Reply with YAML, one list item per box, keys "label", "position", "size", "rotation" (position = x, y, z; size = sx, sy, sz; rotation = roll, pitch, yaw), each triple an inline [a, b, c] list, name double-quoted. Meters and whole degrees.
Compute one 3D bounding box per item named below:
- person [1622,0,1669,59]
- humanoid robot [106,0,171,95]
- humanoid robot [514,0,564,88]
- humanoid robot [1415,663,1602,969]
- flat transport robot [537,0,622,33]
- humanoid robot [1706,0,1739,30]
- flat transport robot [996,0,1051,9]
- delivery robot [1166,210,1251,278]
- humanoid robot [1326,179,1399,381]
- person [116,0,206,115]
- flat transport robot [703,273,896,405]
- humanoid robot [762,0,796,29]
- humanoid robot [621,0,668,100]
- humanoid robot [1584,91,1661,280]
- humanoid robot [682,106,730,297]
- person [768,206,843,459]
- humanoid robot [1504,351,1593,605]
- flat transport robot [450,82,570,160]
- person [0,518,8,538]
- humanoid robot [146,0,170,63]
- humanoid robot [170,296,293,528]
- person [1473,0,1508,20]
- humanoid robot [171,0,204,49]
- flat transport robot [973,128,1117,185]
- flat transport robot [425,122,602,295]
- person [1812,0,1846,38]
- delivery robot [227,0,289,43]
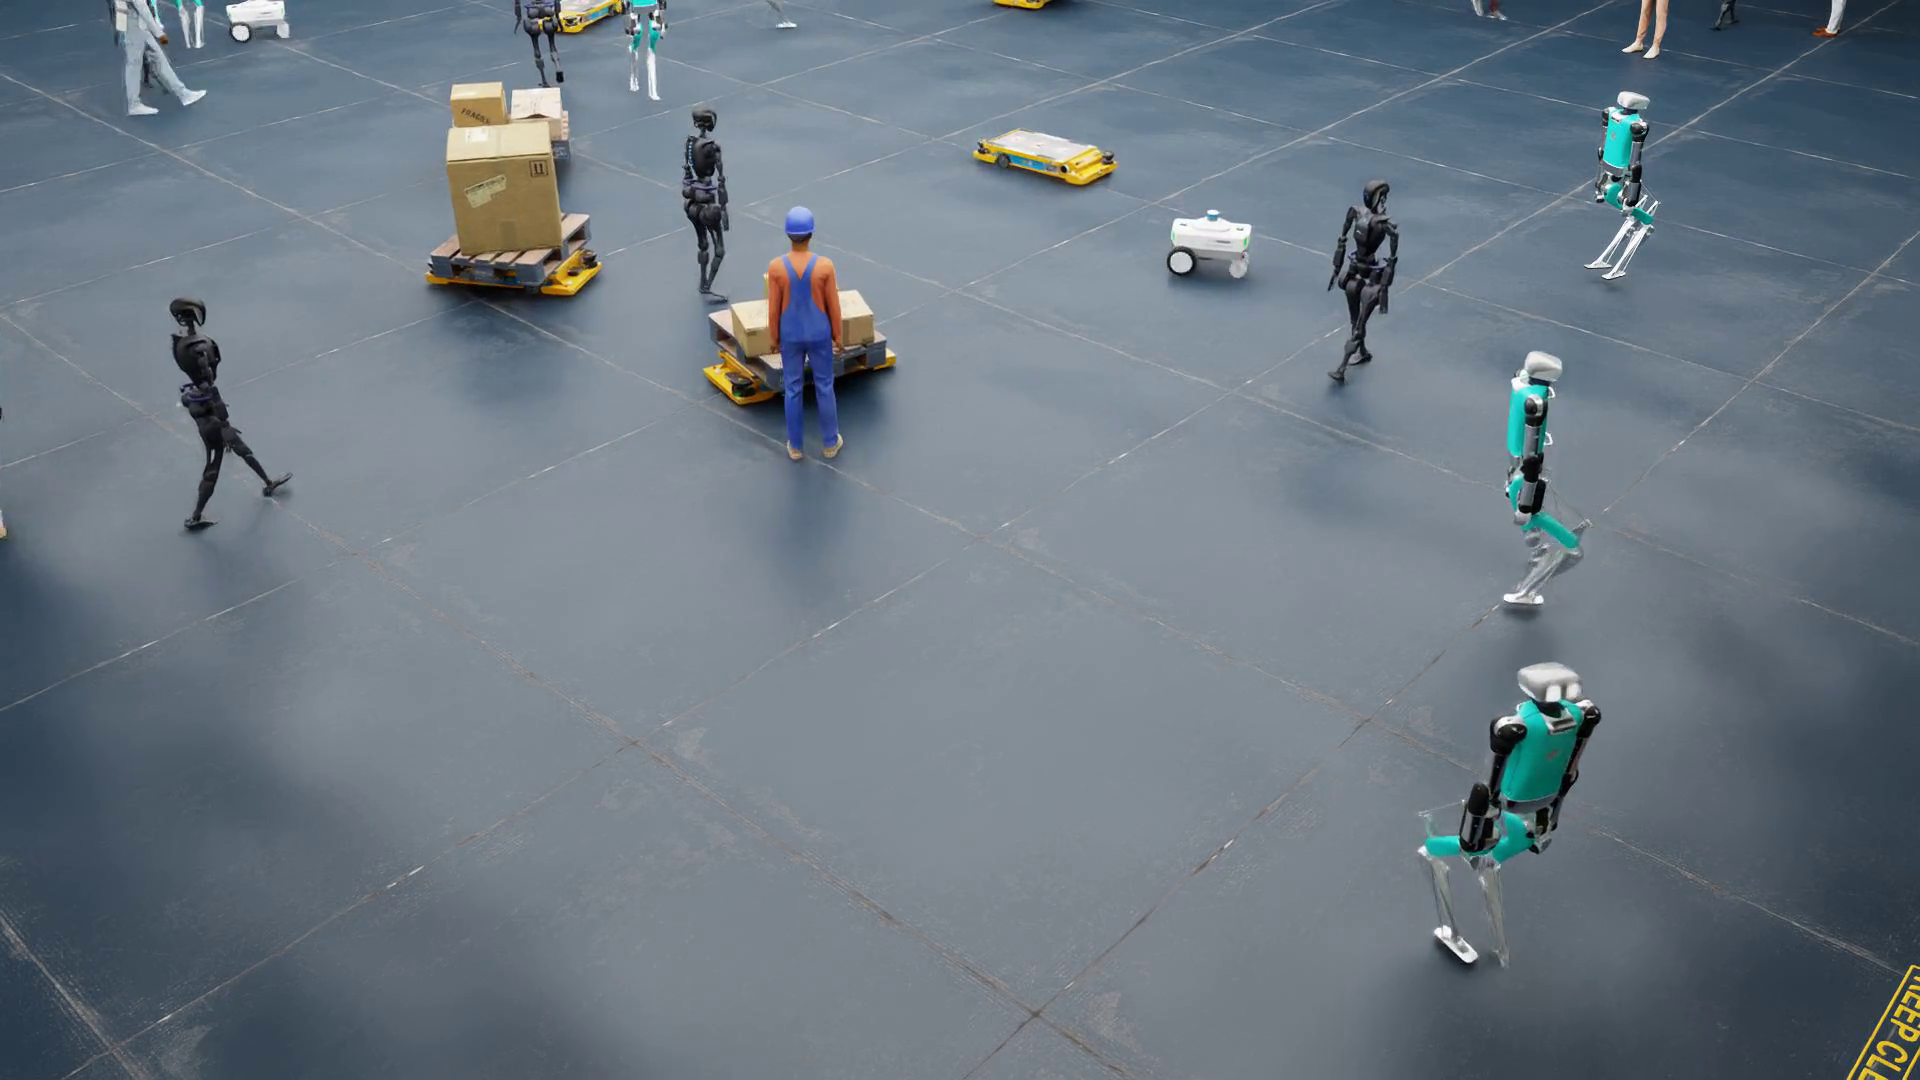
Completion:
- label: "person"
  position: [8.827, -7.048, 20.986]
  size: [0.359, 1.870, 0.515]
  rotation: [-18, 36, -27]
- label: "humanoid robot"
  position: [-9.740, -6.104, 19.700]
  size: [0.753, 1.631, 0.590]
  rotation: [20, 37, 28]
- label: "humanoid robot"
  position: [-5.025, -6.221, 19.841]
  size: [0.603, 1.648, 0.413]
  rotation: [-16, 35, -23]
- label: "humanoid robot"
  position: [2.461, 1.242, 7.762]
  size: [0.562, 1.792, 0.671]
  rotation: [-12, 34, -18]
- label: "flat transport robot"
  position: [-5.214, -7.249, 22.826]
  size: [0.659, 0.231, 1.431]
  rotation: [11, 33, 17]
- label: "humanoid robot"
  position: [10.374, -7.668, 22.209]
  size: [0.770, 1.628, 0.598]
  rotation: [-16, 35, -24]
- label: "flat transport robot"
  position: [1.137, -7.910, 23.891]
  size: [0.659, 0.231, 1.431]
  rotation: [17, 36, 26]
- label: "delivery robot"
  position: [2.302, -2.735, 15.274]
  size: [0.757, 0.580, 0.499]
  rotation: [7, 33, 11]
- label: "humanoid robot"
  position: [3.154, -2.068, 13.175]
  size: [0.738, 1.626, 0.608]
  rotation: [-24, 39, -33]
- label: "person"
  position: [-9.281, -5.842, 19.040]
  size: [0.937, 1.864, 0.632]
  rotation: [-15, 35, -23]
- label: "flat transport robot"
  position: [-1.295, -1.453, 13.494]
  size: [1.431, 0.231, 0.659]
  rotation: [-19, 36, -27]
- label: "humanoid robot"
  position: [-2.414, -7.609, 22.120]
  size: [0.737, 1.901, 0.543]
  rotation: [-5, 32, -8]
- label: "humanoid robot"
  position: [-3.770, -6.103, 19.624]
  size: [0.531, 1.801, 0.864]
  rotation: [-13, 34, -20]
- label: "humanoid robot"
  position: [5.961, -3.142, 14.695]
  size: [0.735, 1.677, 0.533]
  rotation: [-9, 33, -15]
- label: "humanoid robot"
  position: [-2.254, -2.961, 14.595]
  size: [0.425, 1.645, 0.616]
  rotation: [-25, 40, -35]
- label: "person"
  position: [-1.109, -1.478, 11.981]
  size: [0.531, 1.907, 0.374]
  rotation: [-2, 32, -3]
- label: "humanoid robot"
  position: [3.644, -0.264, 10.288]
  size: [0.731, 1.898, 0.541]
  rotation: [4, 32, 7]
- label: "flat transport robot"
  position: [-4.755, -4.077, 17.719]
  size: [0.659, 0.231, 1.431]
  rotation: [-6, 32, -10]
- label: "person"
  position: [-6.867, -0.924, 11.210]
  size: [1.014, 1.776, 0.635]
  rotation: [24, 39, 33]
- label: "humanoid robot"
  position: [-10.218, -6.820, 20.789]
  size: [0.547, 1.815, 0.796]
  rotation: [-21, 38, -30]
- label: "humanoid robot"
  position: [-5.072, -0.896, 11.310]
  size: [0.815, 1.618, 0.615]
  rotation: [-21, 37, -30]
- label: "person"
  position: [7.381, -7.981, 22.551]
  size: [0.418, 1.797, 0.552]
  rotation: [27, 41, 37]
- label: "humanoid robot"
  position: [-9.983, -7.124, 21.311]
  size: [0.551, 1.870, 0.714]
  rotation: [1, 32, 1]
- label: "flat transport robot"
  position: [0.905, -4.104, 17.762]
  size: [1.431, 0.231, 0.659]
  rotation: [22, 38, 31]
- label: "flat transport robot"
  position: [-4.061, -2.497, 15.175]
  size: [1.431, 0.231, 0.659]
  rotation: [7, 32, 11]
- label: "person"
  position: [11.616, -7.549, 21.847]
  size: [0.372, 1.825, 0.498]
  rotation: [15, 35, 23]
- label: "delivery robot"
  position: [-9.311, -6.922, 22.022]
  size: [0.791, 0.587, 0.499]
  rotation: [-11, 33, -17]
